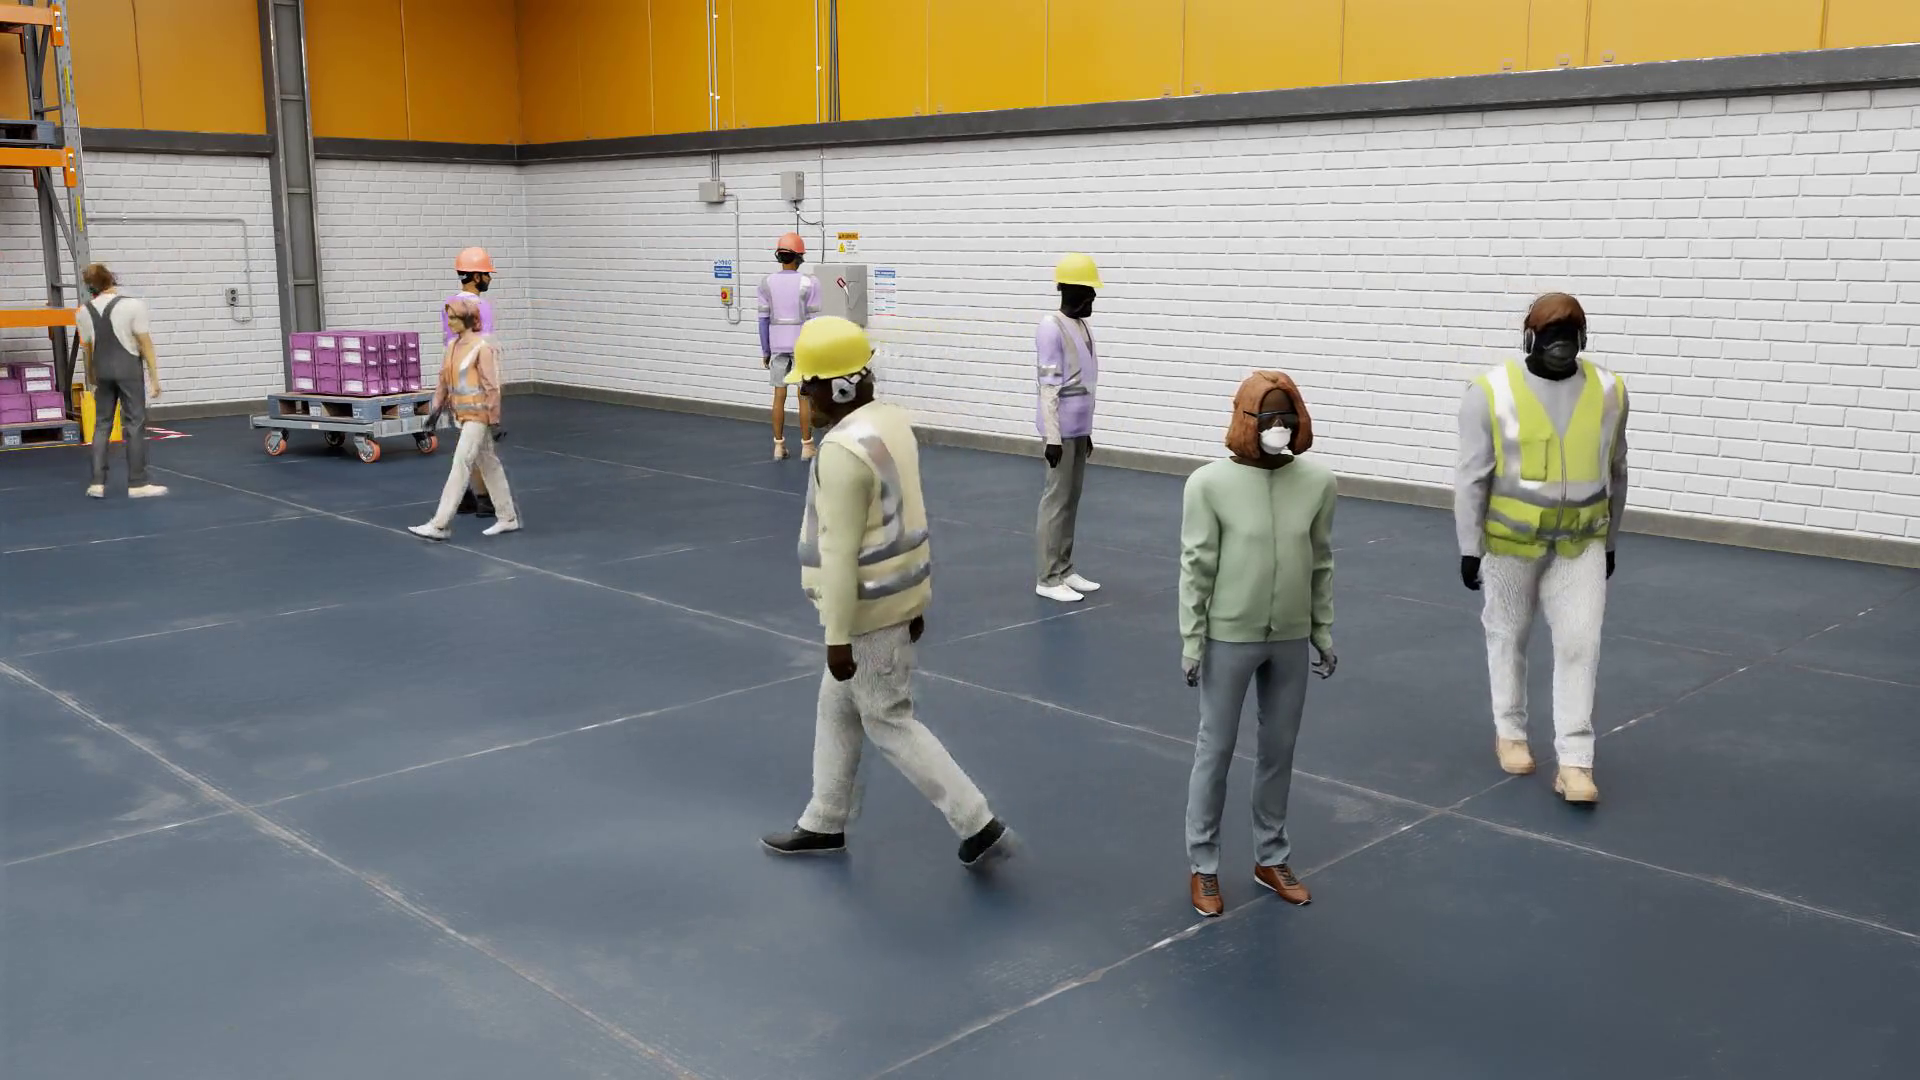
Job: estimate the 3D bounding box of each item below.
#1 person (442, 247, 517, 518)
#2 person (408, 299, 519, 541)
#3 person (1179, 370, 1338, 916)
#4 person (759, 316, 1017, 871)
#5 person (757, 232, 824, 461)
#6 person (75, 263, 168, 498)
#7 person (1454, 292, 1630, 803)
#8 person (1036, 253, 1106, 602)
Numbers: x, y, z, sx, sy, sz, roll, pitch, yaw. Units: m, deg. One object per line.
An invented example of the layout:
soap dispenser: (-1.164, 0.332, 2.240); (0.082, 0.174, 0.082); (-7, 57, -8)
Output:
person: (-3.470, -1.130, 11.989); (0.552, 1.935, 0.366); (9, 14, 41)
person: (-3.323, -0.784, 11.024); (0.848, 1.598, 0.514); (-8, 13, -37)
person: (0.891, 0.307, 4.979); (0.507, 1.632, 0.265); (-3, 11, -16)
person: (-0.222, 0.192, 5.216); (0.827, 1.788, 0.593); (2, 11, 10)
person: (-1.507, -1.727, 14.958); (0.608, 2.044, 0.373); (2, 11, 12)
person: (-6.489, -1.206, 12.766); (0.616, 1.810, 0.460); (1, 10, 4)
person: (2.119, 0.029, 6.002); (0.647, 1.808, 0.830); (1, 10, 4)
person: (0.621, -0.627, 9.279); (0.381, 1.923, 0.595); (4, 11, 22)
